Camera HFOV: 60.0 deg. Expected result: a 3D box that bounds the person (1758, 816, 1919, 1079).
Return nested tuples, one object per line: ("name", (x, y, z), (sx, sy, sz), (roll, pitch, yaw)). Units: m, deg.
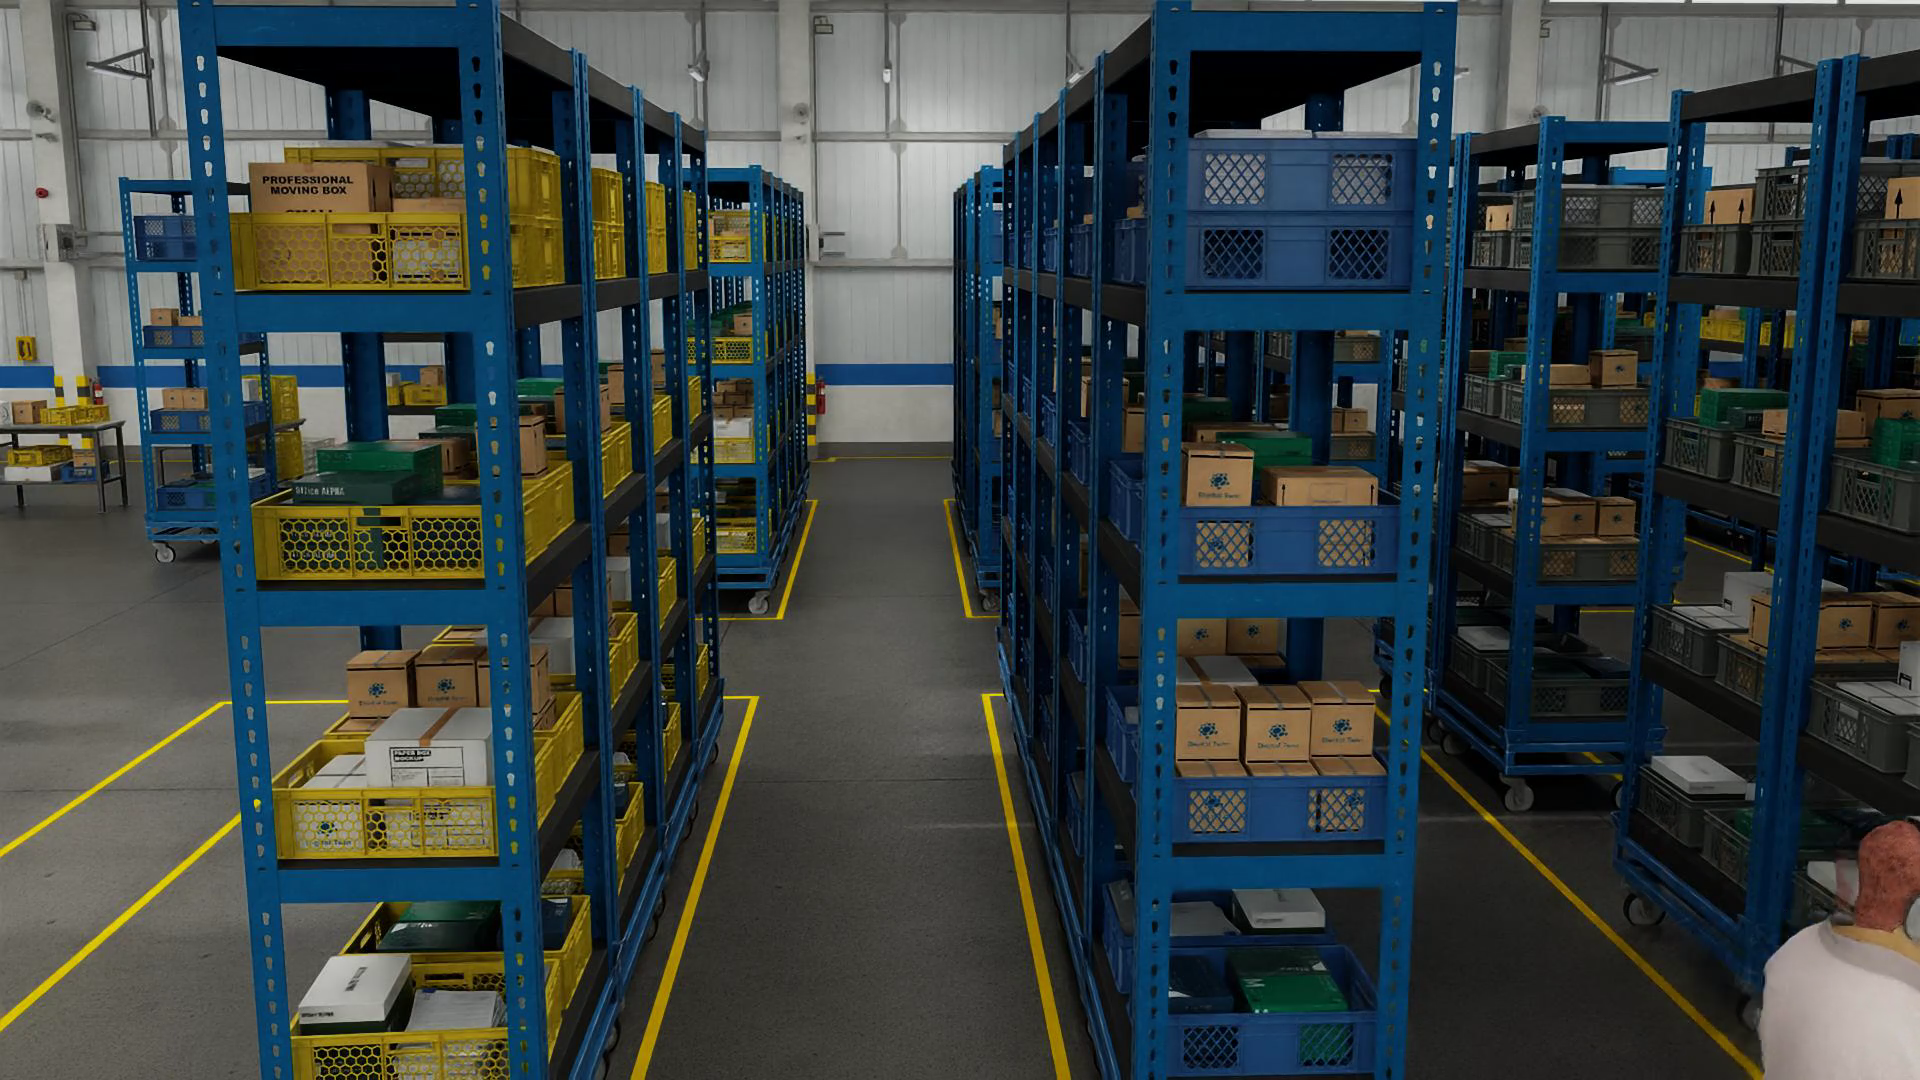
("person", (1.931, 1.460, 3.320), (0.869, 1.872, 0.681), (1, 10, 4))
